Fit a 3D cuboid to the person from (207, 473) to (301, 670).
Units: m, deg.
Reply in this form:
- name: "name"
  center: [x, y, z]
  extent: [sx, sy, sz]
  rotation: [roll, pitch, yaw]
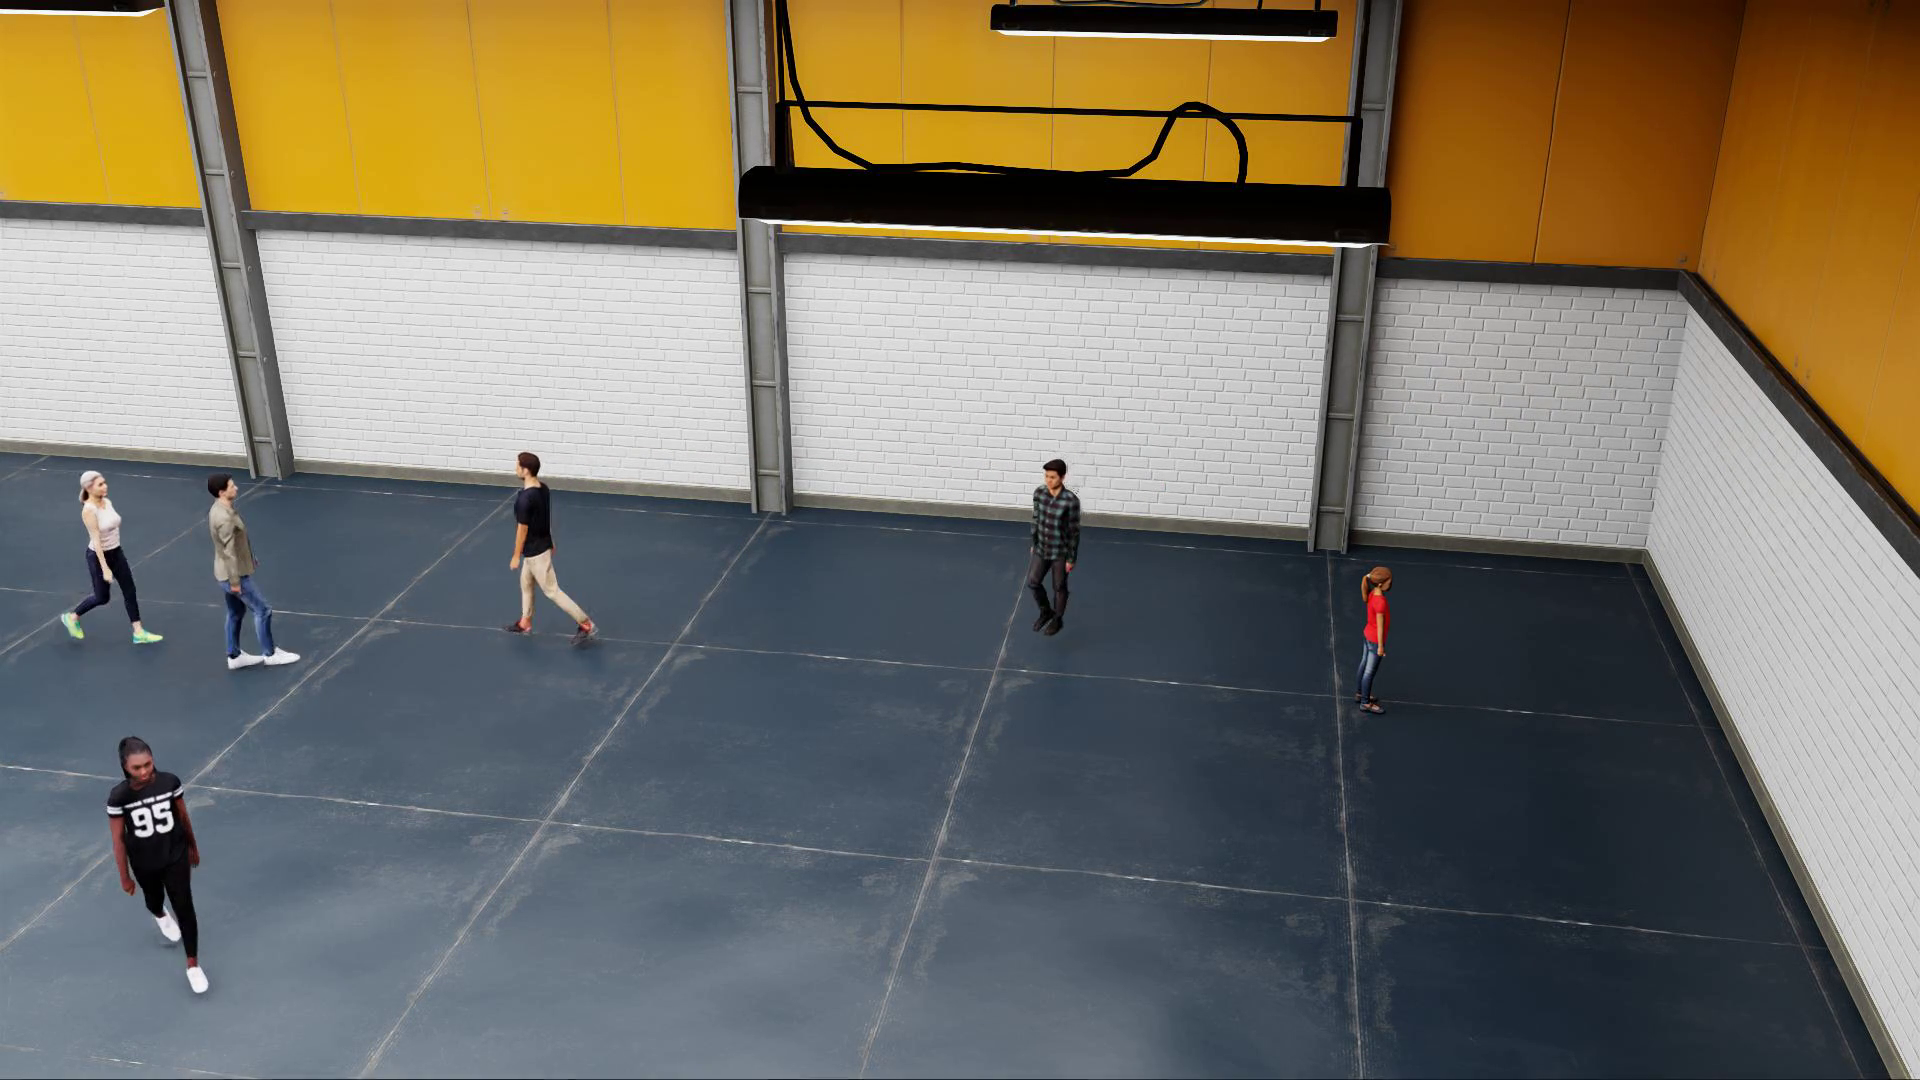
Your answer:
- name: "person"
  center: [-6.442, 0.304, 14.564]
  extent: [1.004, 1.848, 0.939]
  rotation: [-13, 27, -28]

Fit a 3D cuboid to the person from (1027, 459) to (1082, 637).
- name: "person"
  center: [0.881, 0.032, 14.967]
  extent: [0.682, 1.706, 0.817]
  rotation: [15, 28, 30]

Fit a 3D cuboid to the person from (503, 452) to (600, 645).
- name: "person"
  center: [-3.725, 0.120, 15.024]
  extent: [1.205, 1.817, 0.762]
  rotation: [1, 24, 1]

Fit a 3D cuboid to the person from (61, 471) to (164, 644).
- name: "person"
  center: [-7.797, 0.195, 15.020]
  extent: [1.108, 1.682, 0.687]
  rotation: [1, 24, 1]

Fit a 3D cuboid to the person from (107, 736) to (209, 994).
- name: "person"
  center: [-5.218, 2.038, 10.782]
  extent: [1.119, 1.699, 1.174]
  rotation: [-17, 29, -33]

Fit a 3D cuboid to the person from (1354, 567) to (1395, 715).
- name: "person"
  center: [3.495, 0.823, 14.048]
  extent: [0.526, 1.310, 0.521]
  rotation: [0, 24, 1]
